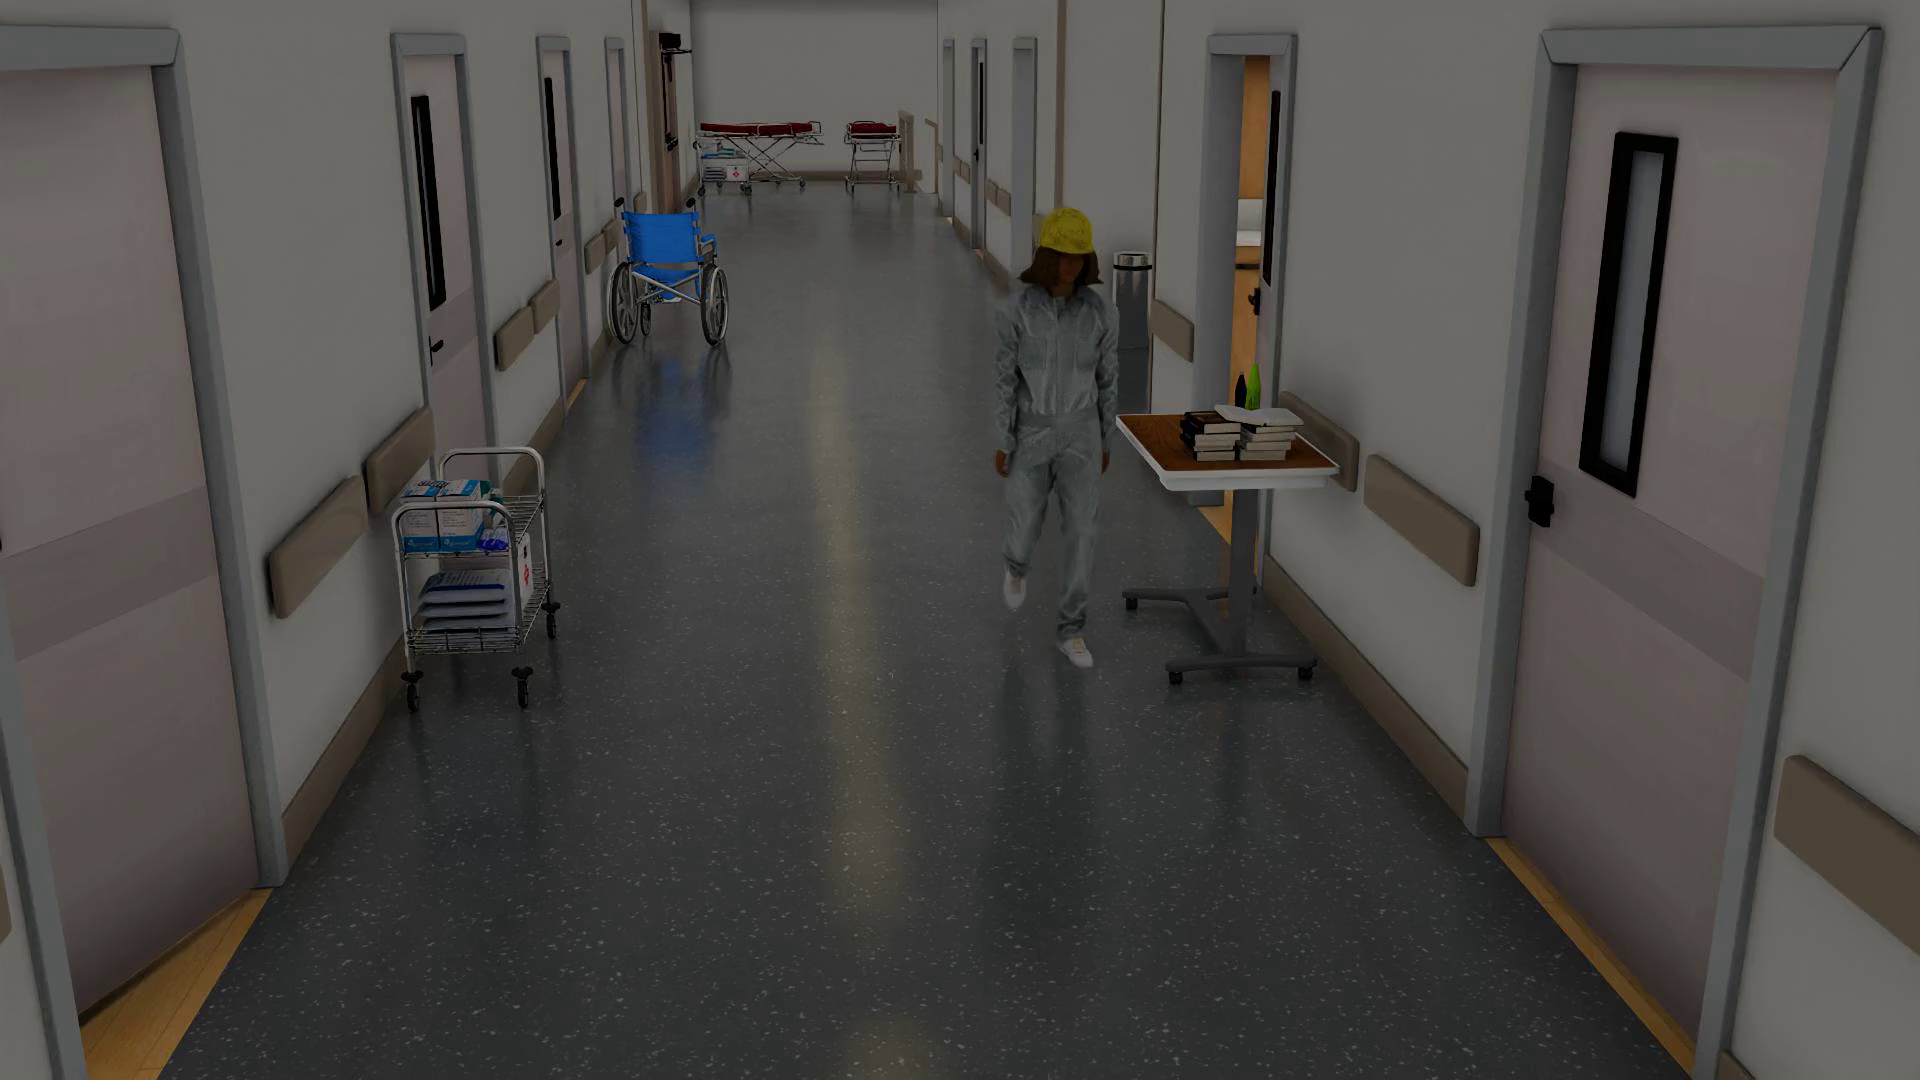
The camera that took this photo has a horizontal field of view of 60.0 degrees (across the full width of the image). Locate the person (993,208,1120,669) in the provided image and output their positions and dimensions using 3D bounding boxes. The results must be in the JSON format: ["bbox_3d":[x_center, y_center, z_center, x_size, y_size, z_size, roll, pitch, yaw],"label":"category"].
[{"bbox_3d":[0.359,-0.412,6.369,0.490,1.720,0.625,-2,17,-7],"label":"person"}]
